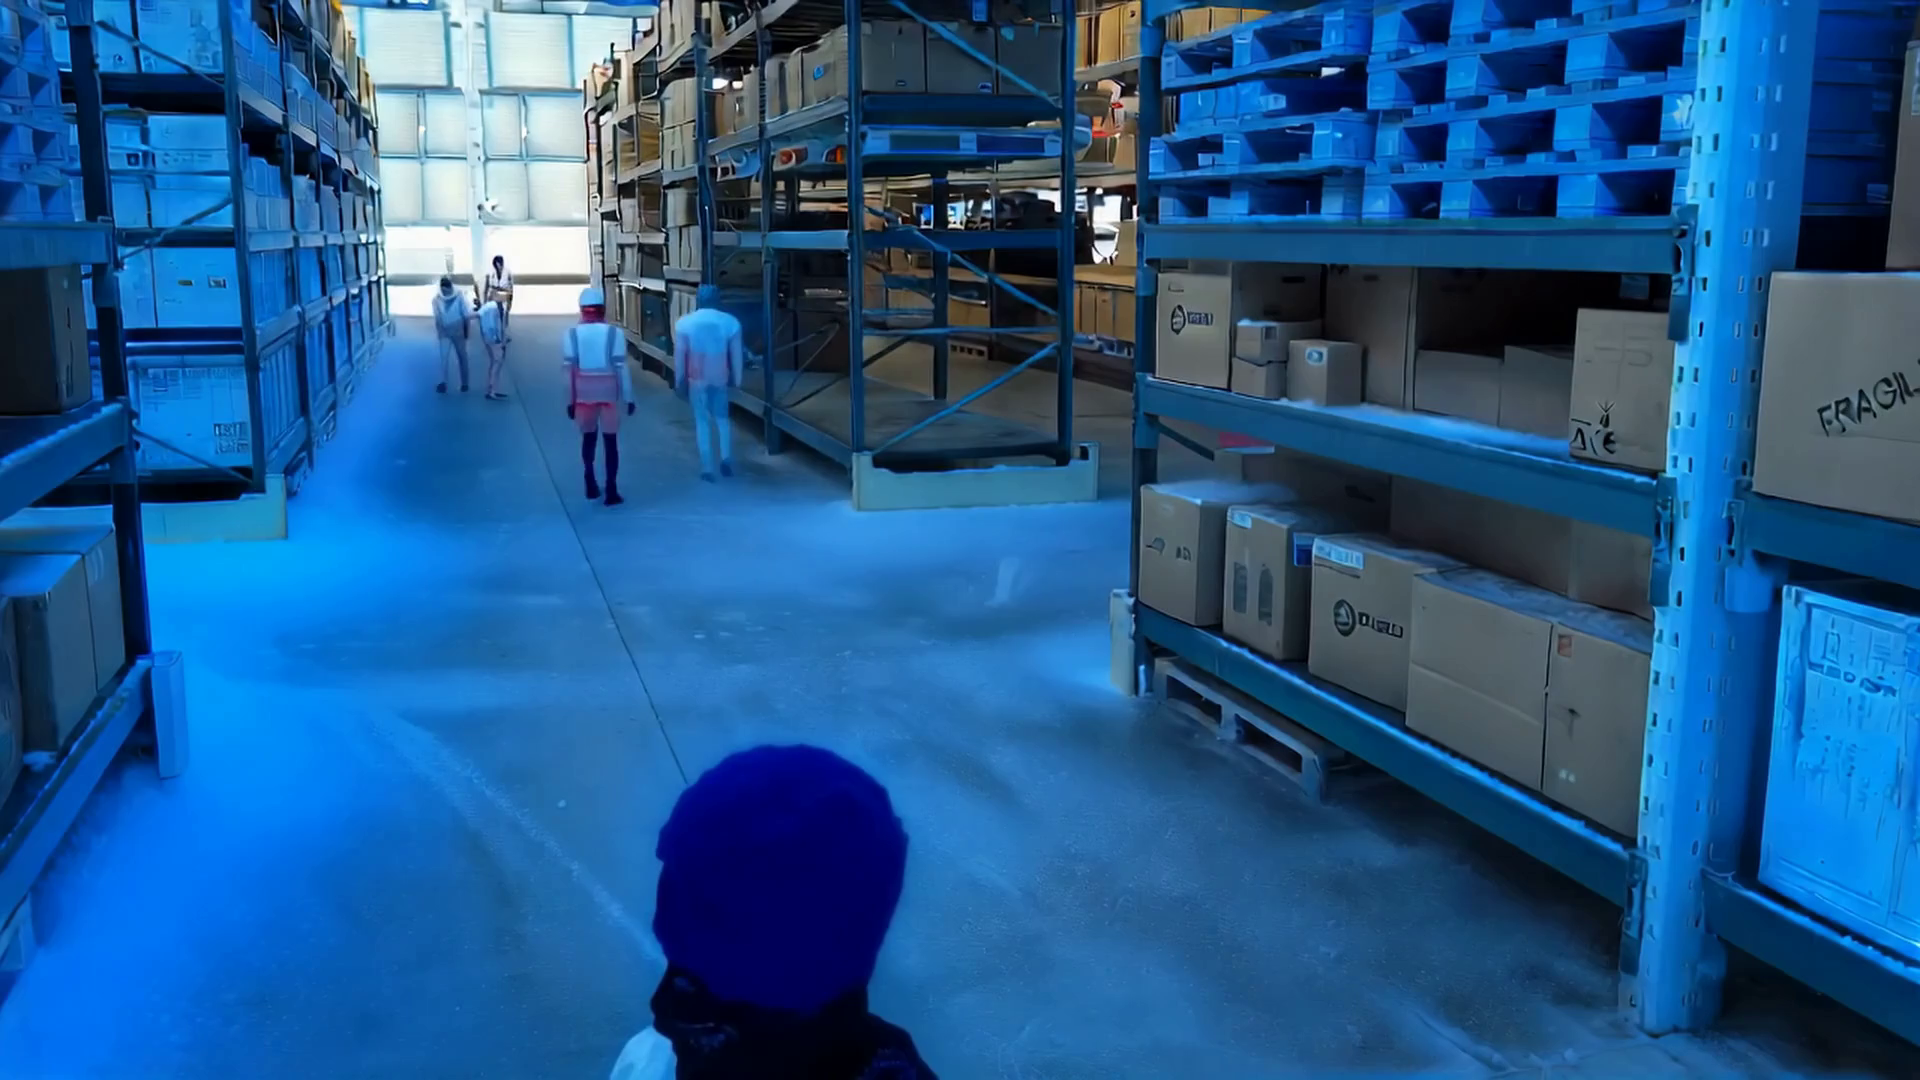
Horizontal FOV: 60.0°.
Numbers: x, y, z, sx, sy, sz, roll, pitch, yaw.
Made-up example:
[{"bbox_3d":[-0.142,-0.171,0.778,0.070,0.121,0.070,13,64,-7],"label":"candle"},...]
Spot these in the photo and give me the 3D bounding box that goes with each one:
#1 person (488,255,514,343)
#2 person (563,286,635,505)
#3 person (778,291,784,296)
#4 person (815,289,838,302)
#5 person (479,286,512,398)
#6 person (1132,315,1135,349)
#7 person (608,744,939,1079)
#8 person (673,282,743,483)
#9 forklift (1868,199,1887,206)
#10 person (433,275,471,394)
[{"bbox_3d":[-10.203,-5.350,36.954,0.604,1.949,0.384,3,11,14],"label":"person"},{"bbox_3d":[-3.174,-1.267,14.657,0.591,1.910,0.476,0,10,-1],"label":"person"},{"bbox_3d":[-4.476,-6.393,43.192,0.591,1.747,0.547,-4,11,-20],"label":"person"},{"bbox_3d":[-3.211,-5.910,40.140,0.543,1.912,0.665,-2,11,-10],"label":"person"},{"bbox_3d":[-6.819,-2.885,24.298,0.513,1.637,0.313,9,14,40],"label":"person"},{"bbox_3d":[2.484,-2.459,21.969,0.280,1.633,0.501,-9,14,-40],"label":"person"},{"bbox_3d":[-0.135,1.115,1.594,0.592,1.920,0.392,9,14,40],"label":"person"},{"bbox_3d":[-2.419,-1.508,15.979,0.647,1.923,0.478,-4,11,-22],"label":"person"},{"bbox_3d":[11.338,-2.915,21.052,1.129,2.768,1.873,-3,11,-17],"label":"forklift"},{"bbox_3d":[-7.625,-3.078,25.006,0.606,1.771,0.954,1,10,4],"label":"person"}]
